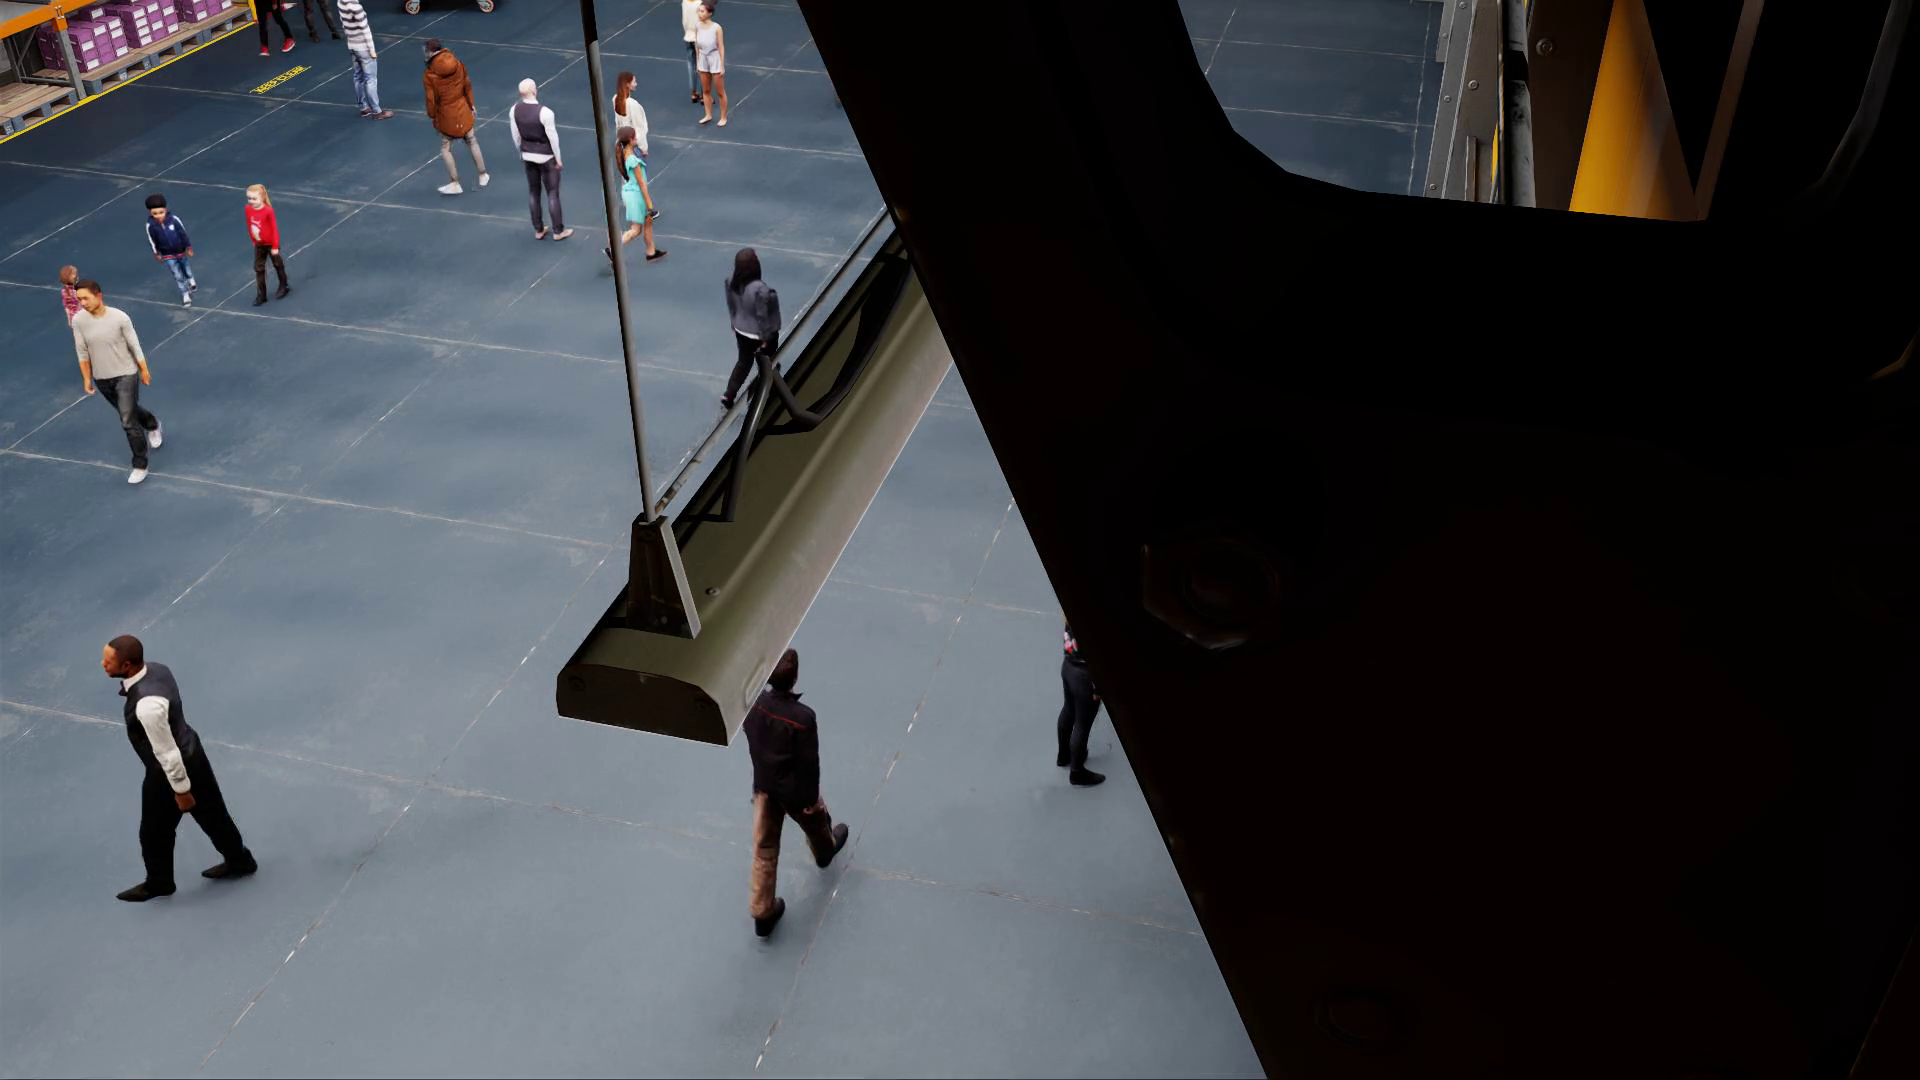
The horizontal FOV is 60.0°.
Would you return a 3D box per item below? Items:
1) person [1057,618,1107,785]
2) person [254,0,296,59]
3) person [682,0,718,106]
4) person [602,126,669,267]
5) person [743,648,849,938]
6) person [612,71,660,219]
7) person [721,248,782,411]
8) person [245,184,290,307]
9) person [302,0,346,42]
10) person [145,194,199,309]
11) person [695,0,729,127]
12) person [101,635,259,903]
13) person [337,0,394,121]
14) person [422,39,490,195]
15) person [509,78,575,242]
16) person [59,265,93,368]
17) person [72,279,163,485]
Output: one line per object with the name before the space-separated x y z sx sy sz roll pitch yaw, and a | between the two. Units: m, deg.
person | 0.800 0.868 10.923 0.715 1.684 0.617 -11 35 -16
person | -10.005 -7.857 24.094 0.654 1.635 1.065 9 35 14
person | -3.532 -6.698 22.308 0.701 1.680 0.691 26 42 33
person | -3.552 -3.645 17.844 1.039 1.537 0.948 -19 38 -27
person | -1.085 1.505 9.788 0.803 1.879 1.247 13 36 19
person | -3.750 -4.505 18.998 0.719 1.694 0.705 -28 43 -35
person | -1.926 -1.891 15.175 0.891 1.572 1.118 21 39 28
person | -7.175 -3.112 17.291 0.562 1.262 0.791 5 34 8
person | -9.664 -8.237 24.611 0.915 1.696 0.954 23 40 31
person | -8.142 -3.035 17.225 0.737 1.207 0.822 -14 36 -20
person | -3.237 -6.216 21.648 0.595 1.609 0.552 14 36 20
person | -4.638 1.353 10.034 1.113 1.860 1.118 -10 35 -15
person | -7.869 -6.465 21.801 0.719 1.854 0.678 24 40 31
person | -6.001 -4.994 19.627 0.872 1.811 1.016 -16 37 -23
person | -4.669 -4.212 18.440 0.676 1.823 0.568 8 35 12
person | -8.491 -2.147 16.066 0.577 1.011 0.790 -2 34 -4
person | -7.244 -1.455 14.340 0.847 1.769 1.207 -1 34 -2
